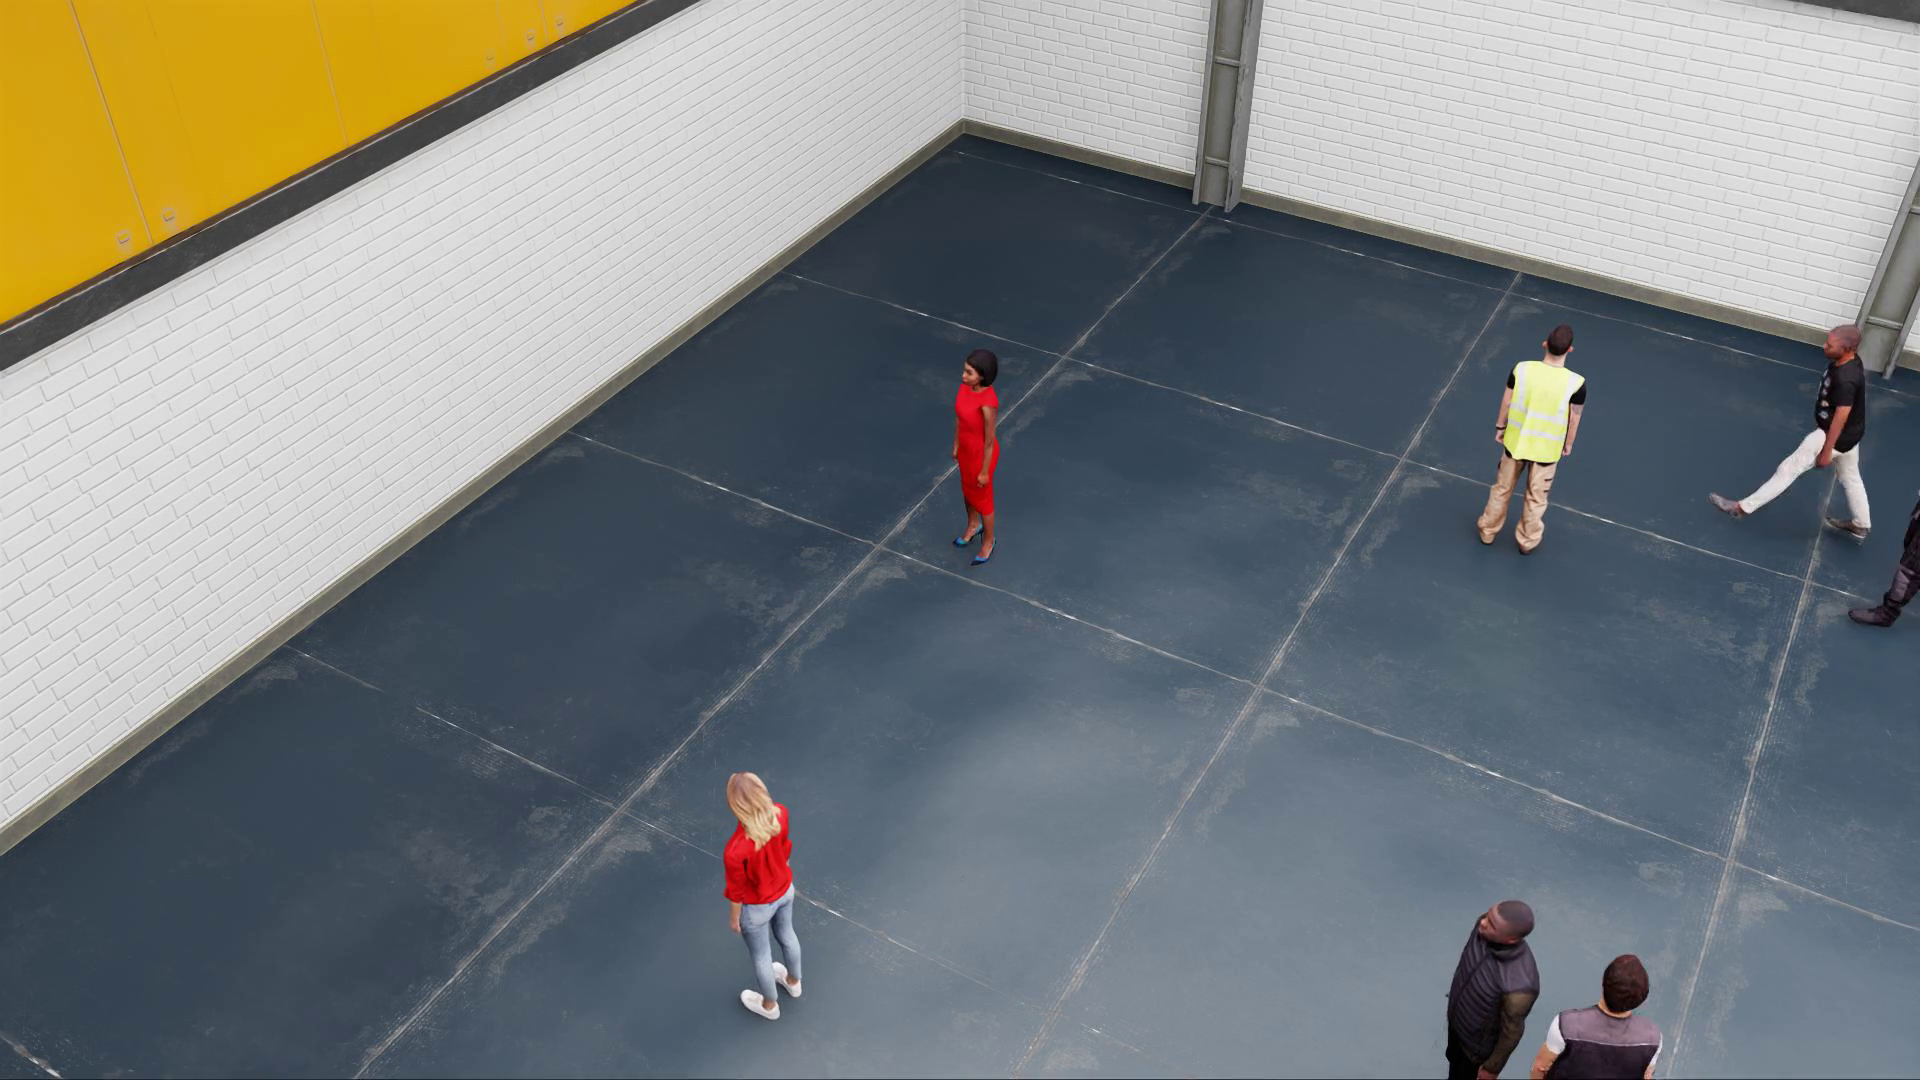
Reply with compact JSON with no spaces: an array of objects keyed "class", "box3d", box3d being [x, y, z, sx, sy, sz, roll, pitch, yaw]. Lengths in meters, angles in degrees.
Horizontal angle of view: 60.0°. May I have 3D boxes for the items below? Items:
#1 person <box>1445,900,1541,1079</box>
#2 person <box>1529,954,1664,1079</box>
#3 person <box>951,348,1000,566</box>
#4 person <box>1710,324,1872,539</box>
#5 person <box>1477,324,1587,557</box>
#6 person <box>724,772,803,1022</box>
[{"class":"person","box3d":[2.488,2.330,7.941,0.783,1.836,0.780,-3,39,-4]},{"class":"person","box3d":[2.839,2.620,7.584,1.015,1.828,0.949,4,39,5]},{"class":"person","box3d":[0.120,-0.593,11.676,0.707,1.742,0.593,-18,42,-21]},{"class":"person","box3d":[6.273,-0.669,11.805,1.343,1.702,0.727,19,42,22]},{"class":"person","box3d":[4.052,-0.700,11.730,0.608,1.842,0.737,20,43,23]},{"class":"person","box3d":[-1.022,1.852,8.647,0.533,1.702,0.626,24,44,27]}]
